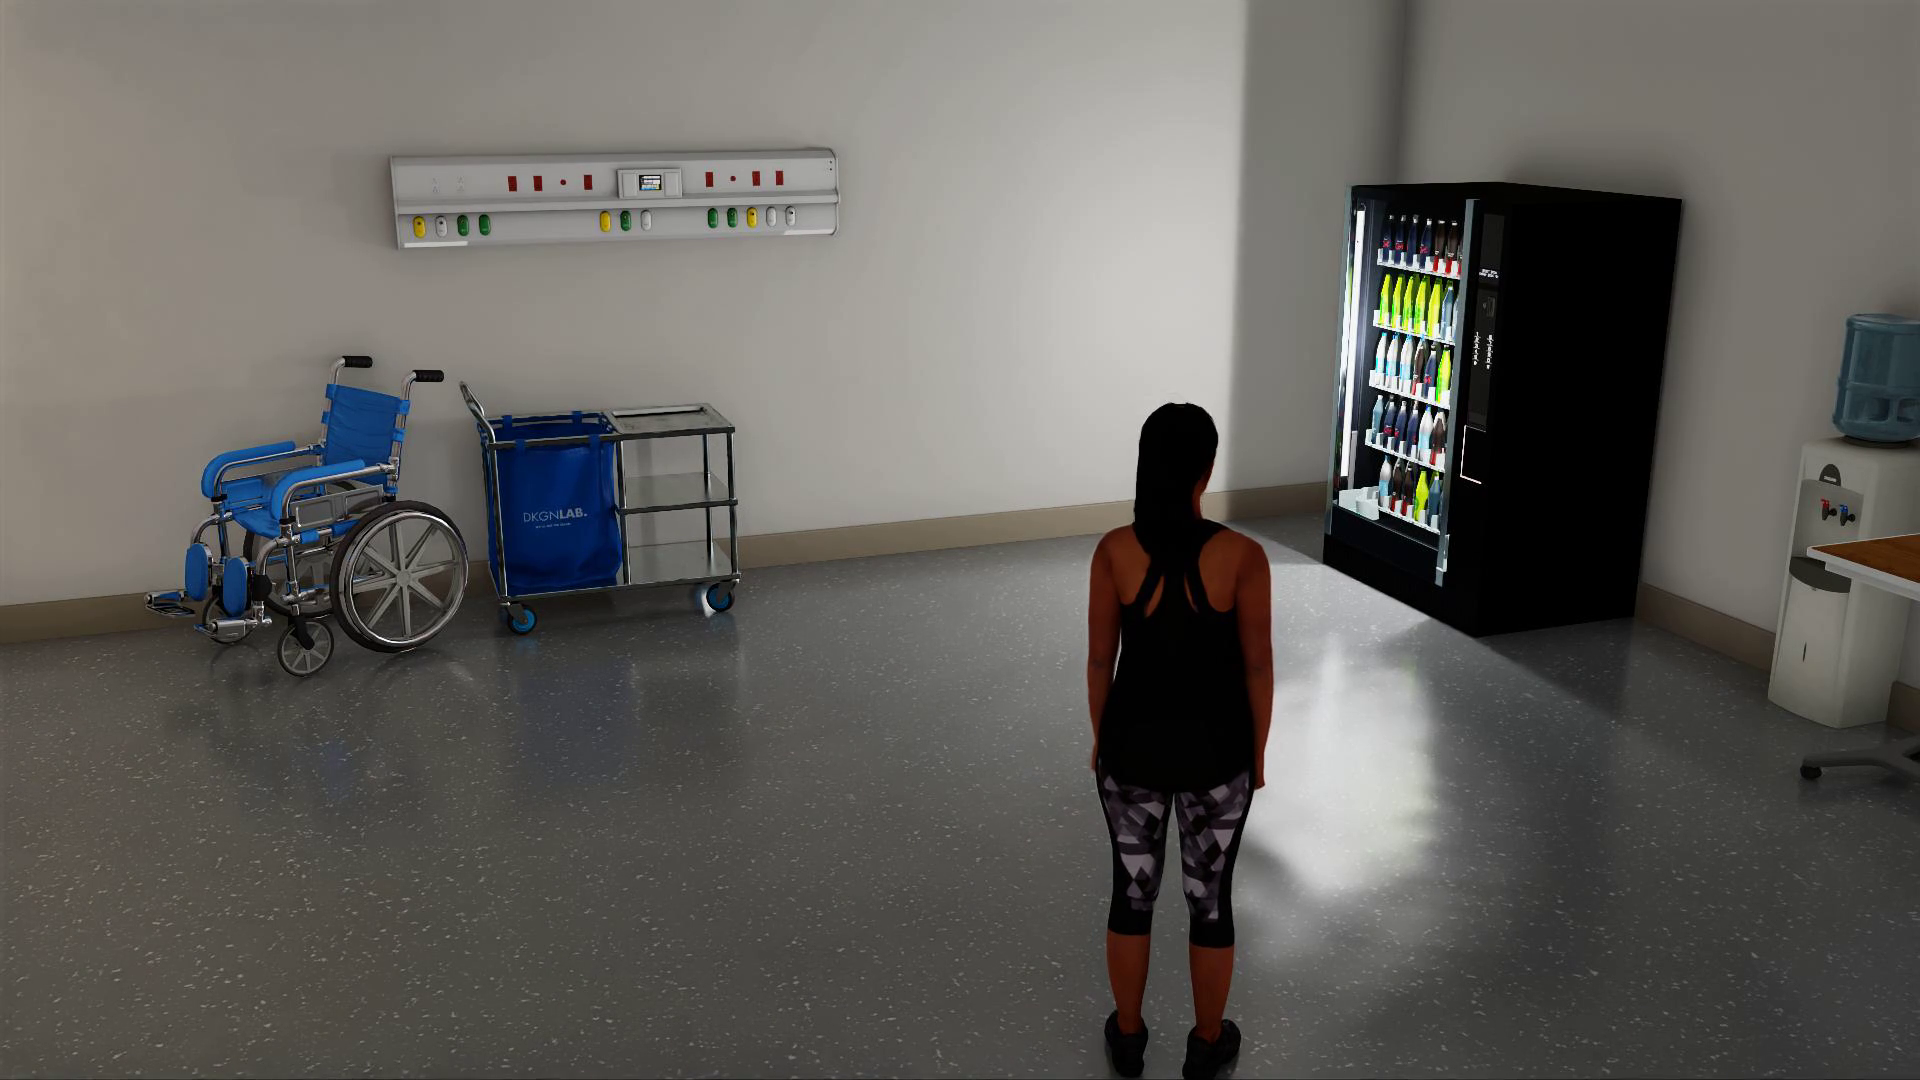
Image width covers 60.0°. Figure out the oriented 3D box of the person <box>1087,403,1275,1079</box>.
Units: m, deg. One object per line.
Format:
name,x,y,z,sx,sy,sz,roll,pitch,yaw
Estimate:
person,0.500,0.477,3.869,0.654,1.661,0.675,4,16,13
